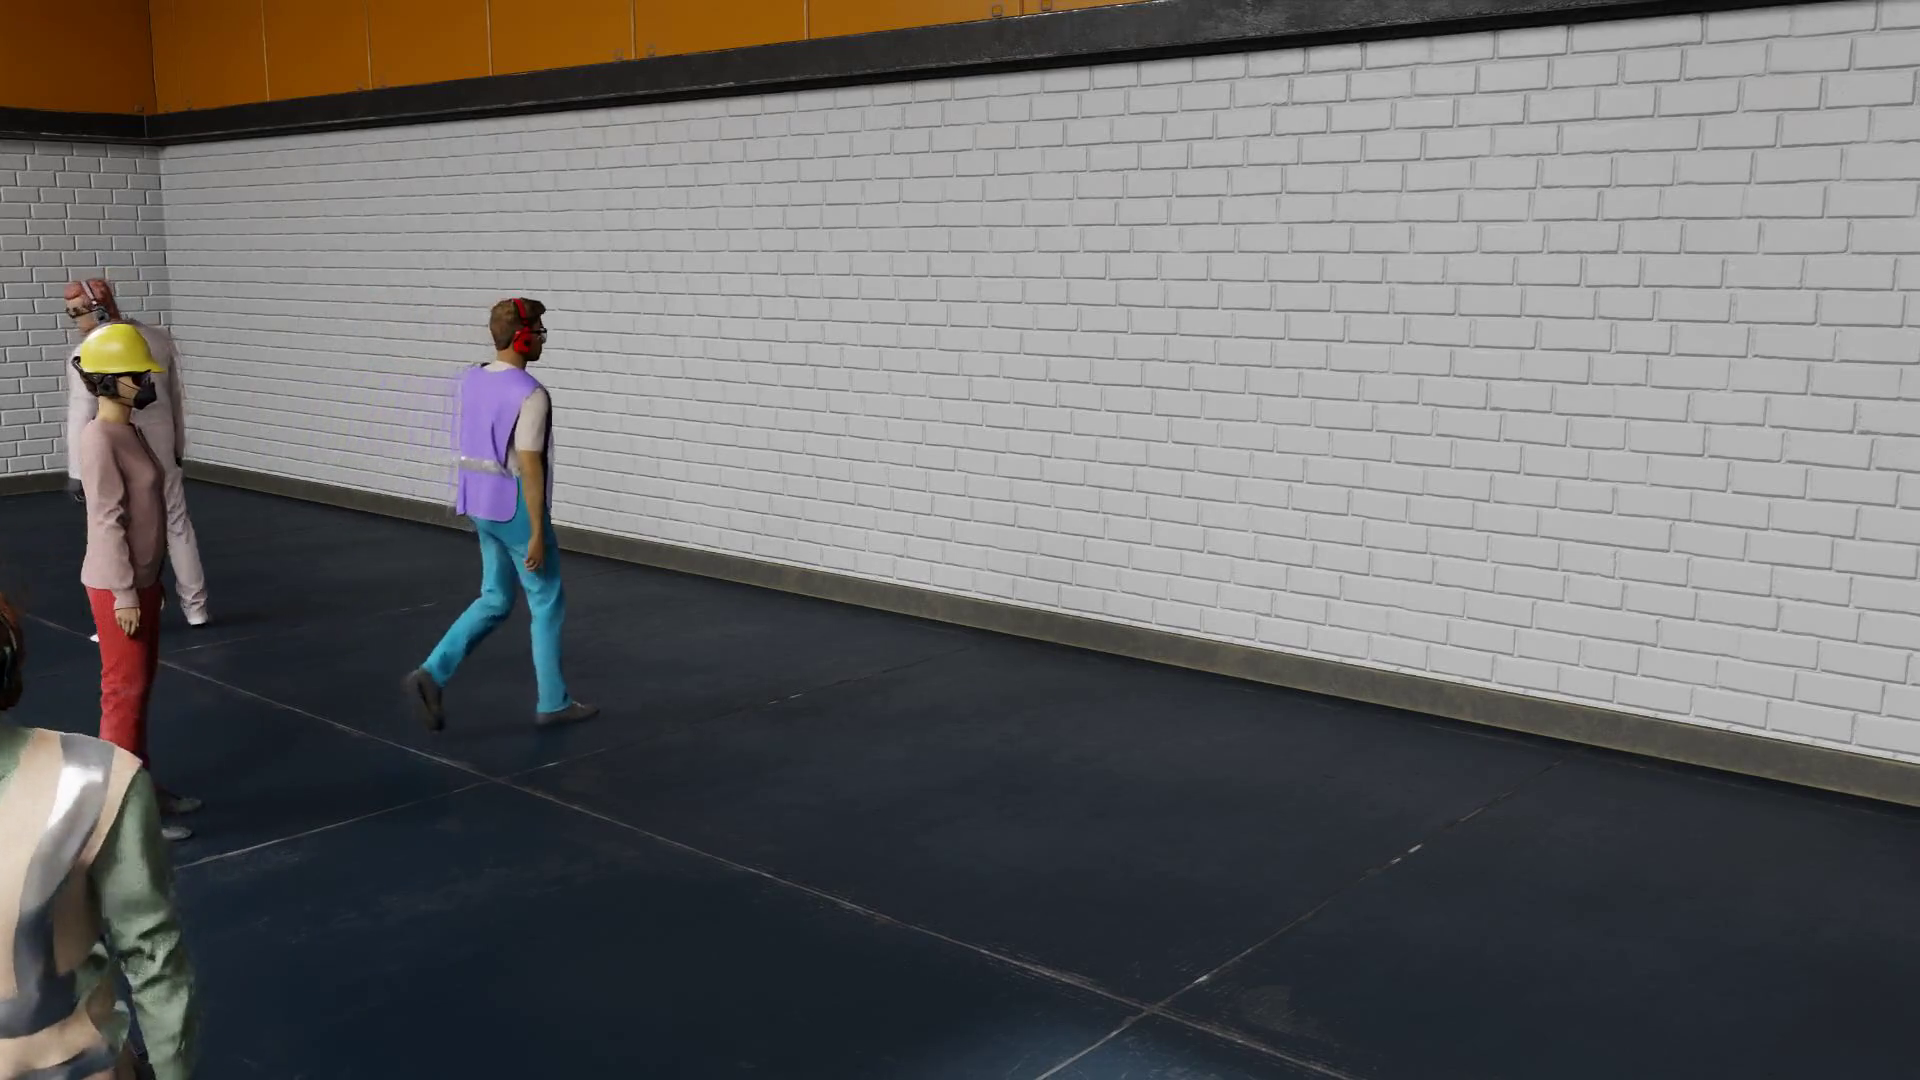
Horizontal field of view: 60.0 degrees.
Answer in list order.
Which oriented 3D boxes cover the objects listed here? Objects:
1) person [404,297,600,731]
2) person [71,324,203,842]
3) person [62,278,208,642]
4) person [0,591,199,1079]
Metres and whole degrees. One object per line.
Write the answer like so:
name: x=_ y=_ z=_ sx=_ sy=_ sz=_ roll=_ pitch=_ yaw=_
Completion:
person: x=-1.912 y=-0.086 z=6.881 sx=0.570 sy=1.827 sz=0.742 roll=9 pitch=13 yaw=41
person: x=-2.834 y=0.149 z=5.716 sx=0.312 sy=1.769 sz=0.525 roll=-3 pitch=10 yaw=-17
person: x=-4.300 y=-0.419 z=8.662 sx=0.468 sy=1.873 sz=0.713 roll=3 pitch=10 yaw=16
person: x=-1.349 y=0.836 z=2.257 sx=0.527 sy=1.609 sz=0.773 roll=-2 pitch=10 yaw=-10
